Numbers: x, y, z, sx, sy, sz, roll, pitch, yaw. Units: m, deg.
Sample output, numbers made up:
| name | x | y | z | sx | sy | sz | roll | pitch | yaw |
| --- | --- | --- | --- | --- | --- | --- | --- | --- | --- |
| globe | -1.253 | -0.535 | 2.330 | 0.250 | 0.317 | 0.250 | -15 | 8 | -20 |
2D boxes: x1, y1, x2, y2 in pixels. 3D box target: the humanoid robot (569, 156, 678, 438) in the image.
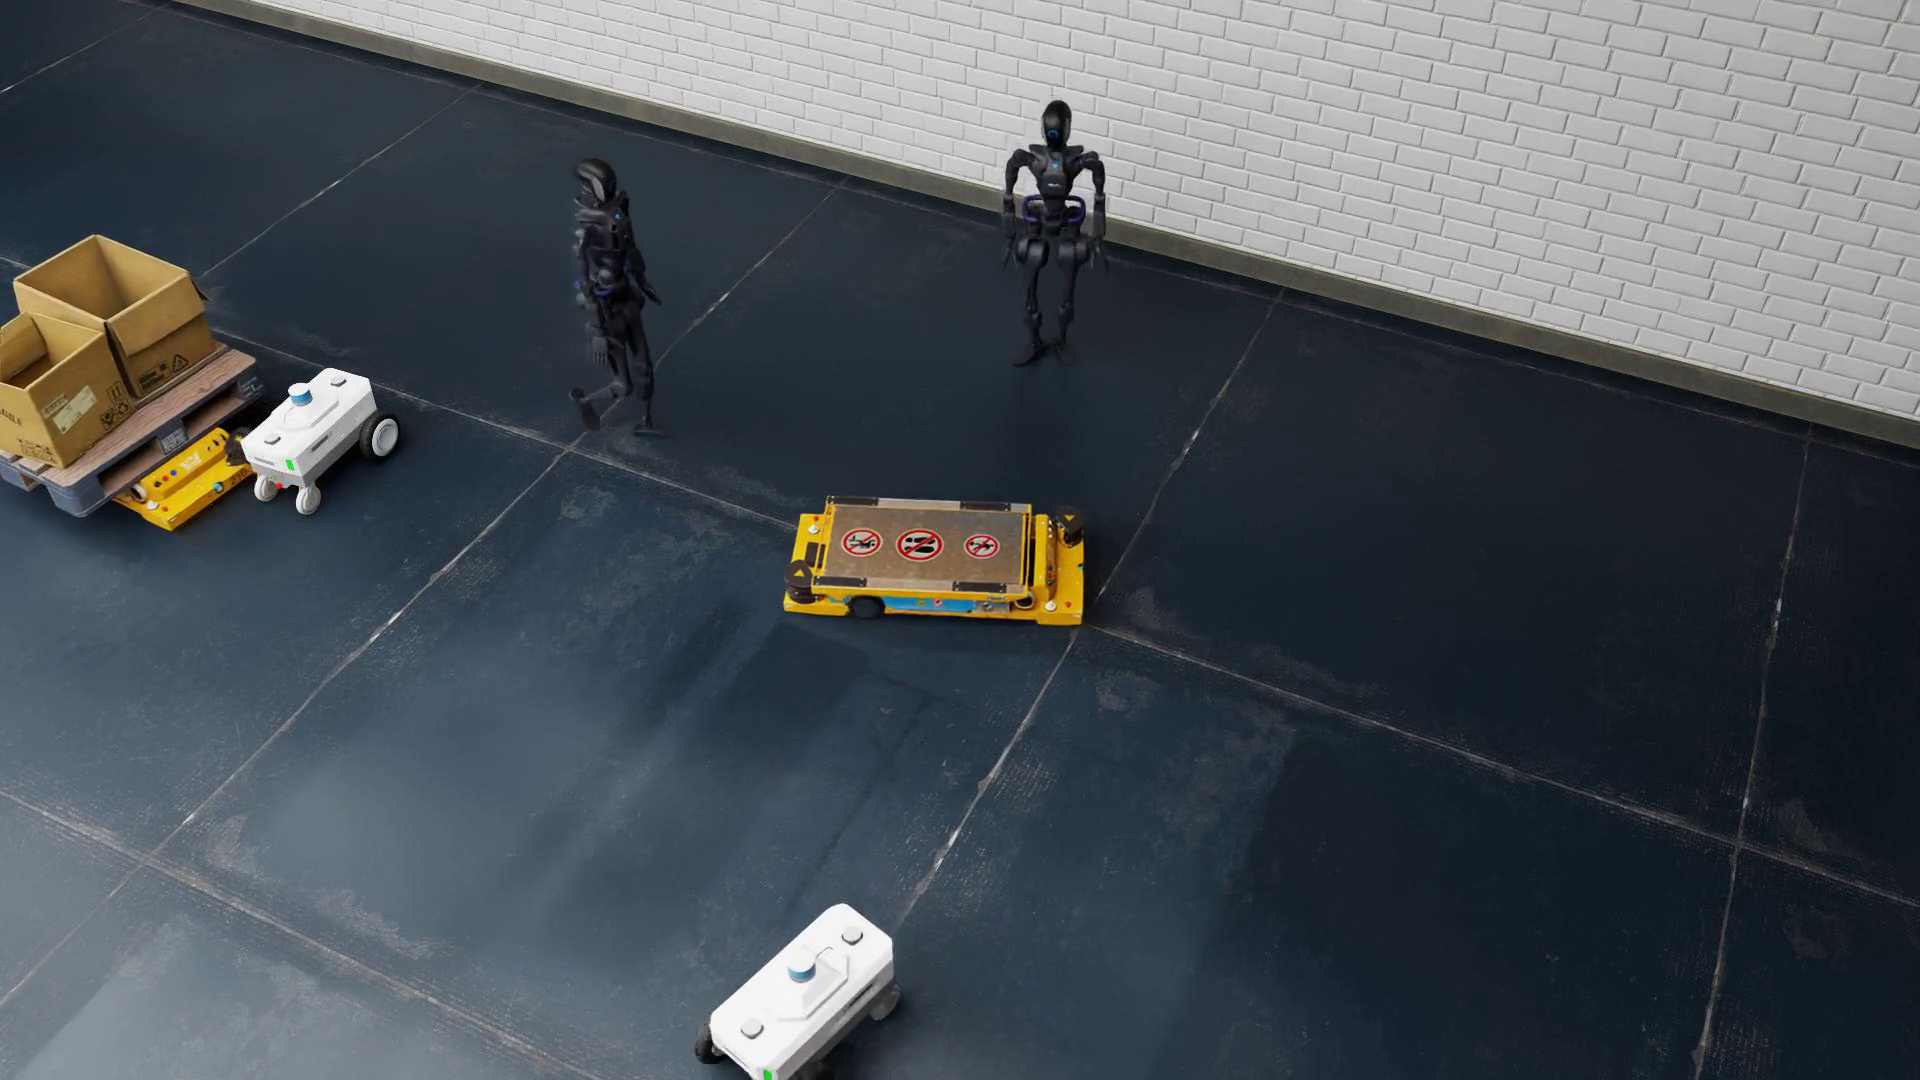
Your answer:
| name | x | y | z | sx | sy | sz | roll | pitch | yaw |
| --- | --- | --- | --- | --- | --- | --- | --- | --- | --- |
| humanoid robot | -1.799 | -1.222 | 8.553 | 0.508 | 1.643 | 0.612 | 12 | 44 | 12 |

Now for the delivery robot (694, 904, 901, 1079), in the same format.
| name | x | y | z | sx | sy | sz | roll | pitch | yaw |
| --- | --- | --- | --- | --- | --- | --- | --- | --- | --- |
| delivery robot | -0.589 | 1.746 | 6.174 | 0.499 | 0.613 | 0.807 | 31 | 51 | 29 |

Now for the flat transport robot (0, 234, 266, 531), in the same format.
| name | x | y | z | sx | sy | sz | roll | pitch | yaw |
| --- | --- | --- | --- | --- | --- | --- | --- | --- | --- |
| flat transport robot | -4.435 | -0.537 | 8.835 | 1.431 | 0.231 | 0.659 | 22 | 47 | 22 |

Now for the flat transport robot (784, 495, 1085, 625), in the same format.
| name | x | y | z | sx | sy | sz | roll | pitch | yaw |
| --- | --- | --- | --- | --- | --- | --- | --- | --- | --- |
| flat transport robot | -0.112 | 0.100 | 8.147 | 1.431 | 0.231 | 0.659 | 2 | 43 | 3 |

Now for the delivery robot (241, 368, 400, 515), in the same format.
| name | x | y | z | sx | sy | sz | roll | pitch | yaw |
| --- | --- | --- | --- | --- | --- | --- | --- | --- | --- |
| delivery robot | -3.347 | -0.560 | 8.655 | 0.499 | 0.603 | 0.794 | 16 | 45 | 17 |

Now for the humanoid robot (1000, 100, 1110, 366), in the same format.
| name | x | y | z | sx | sy | sz | roll | pitch | yaw |
| --- | --- | --- | --- | --- | --- | --- | --- | --- | --- |
| humanoid robot | 0.516 | -1.644 | 8.995 | 0.602 | 1.648 | 0.382 | 2 | 43 | 2 |
